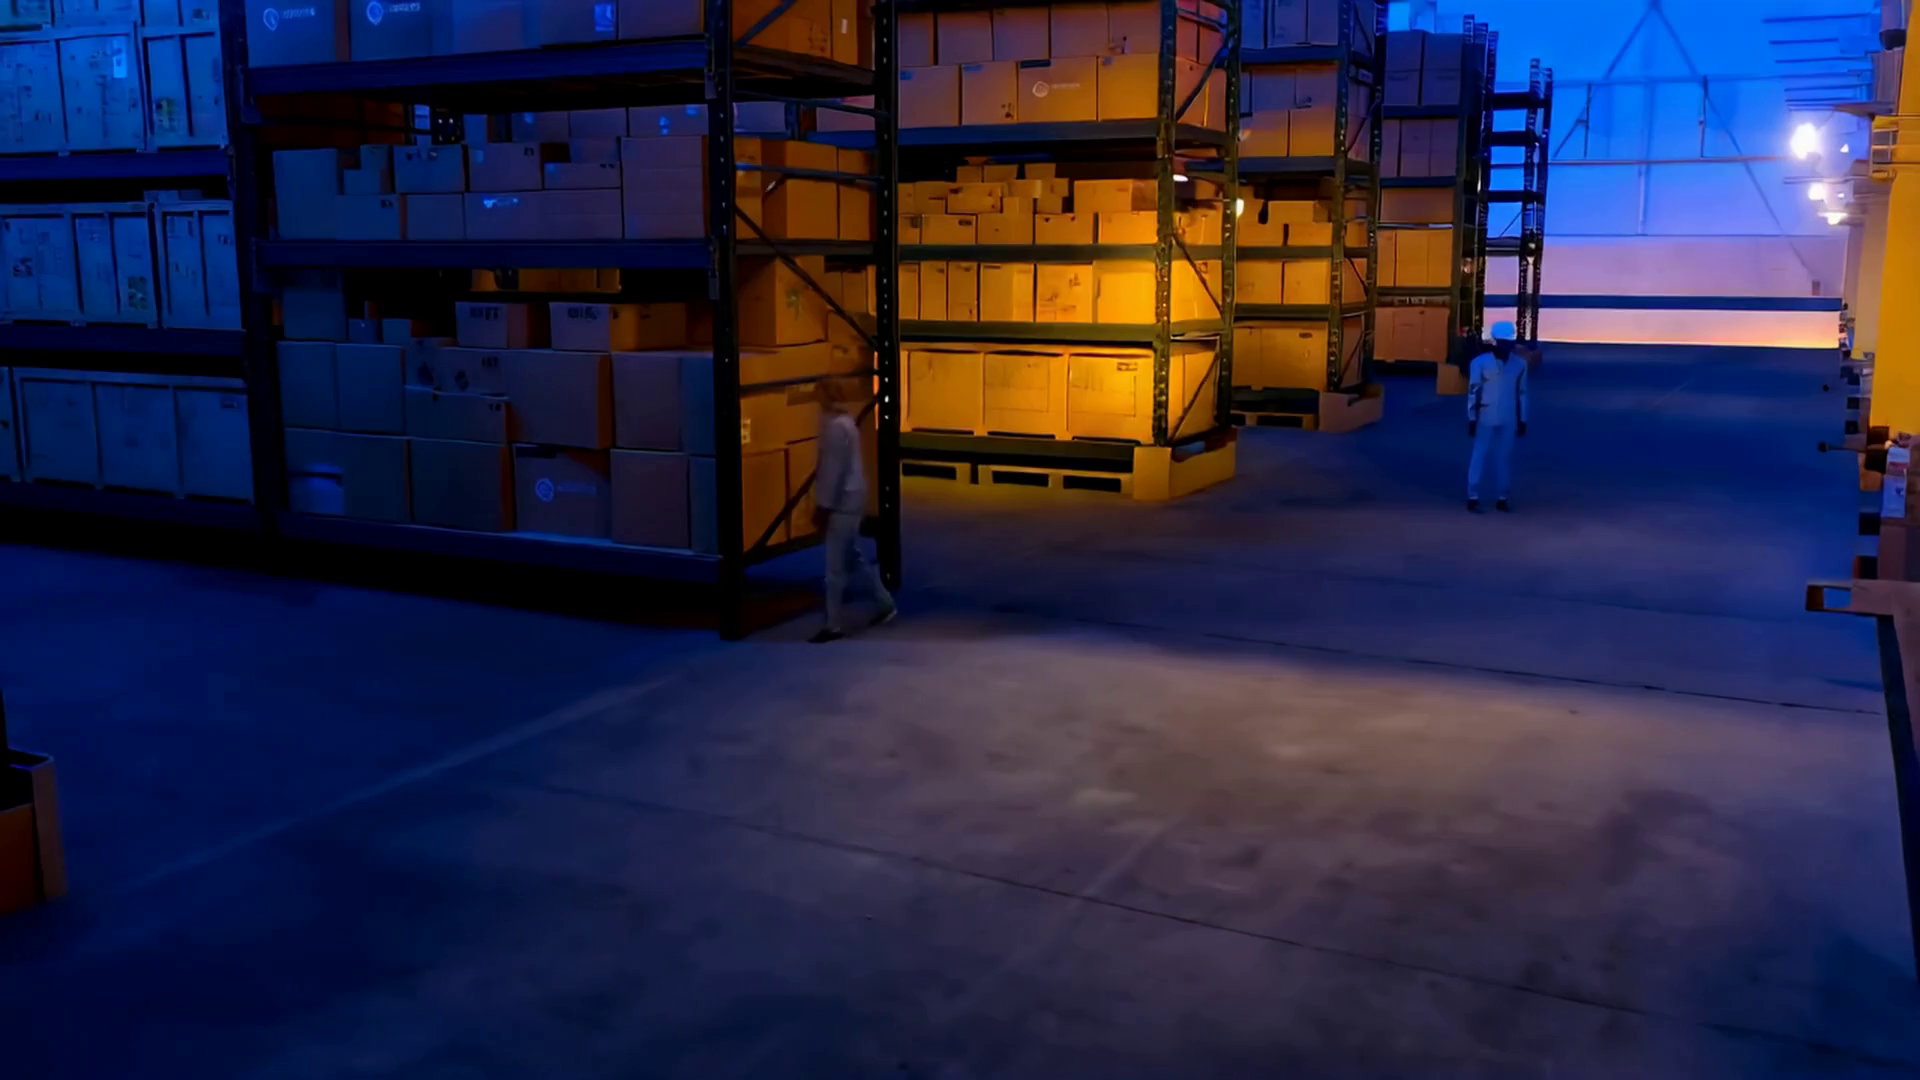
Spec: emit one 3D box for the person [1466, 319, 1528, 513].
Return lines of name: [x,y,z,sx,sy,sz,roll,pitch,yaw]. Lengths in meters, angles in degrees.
person: [4.827,-1.102,14.920,0.583,1.743,0.361,-1,10,-7]

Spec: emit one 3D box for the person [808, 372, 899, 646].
person: [-0.644,-0.186,9.961,0.531,1.629,0.693,-1,10,-4]
